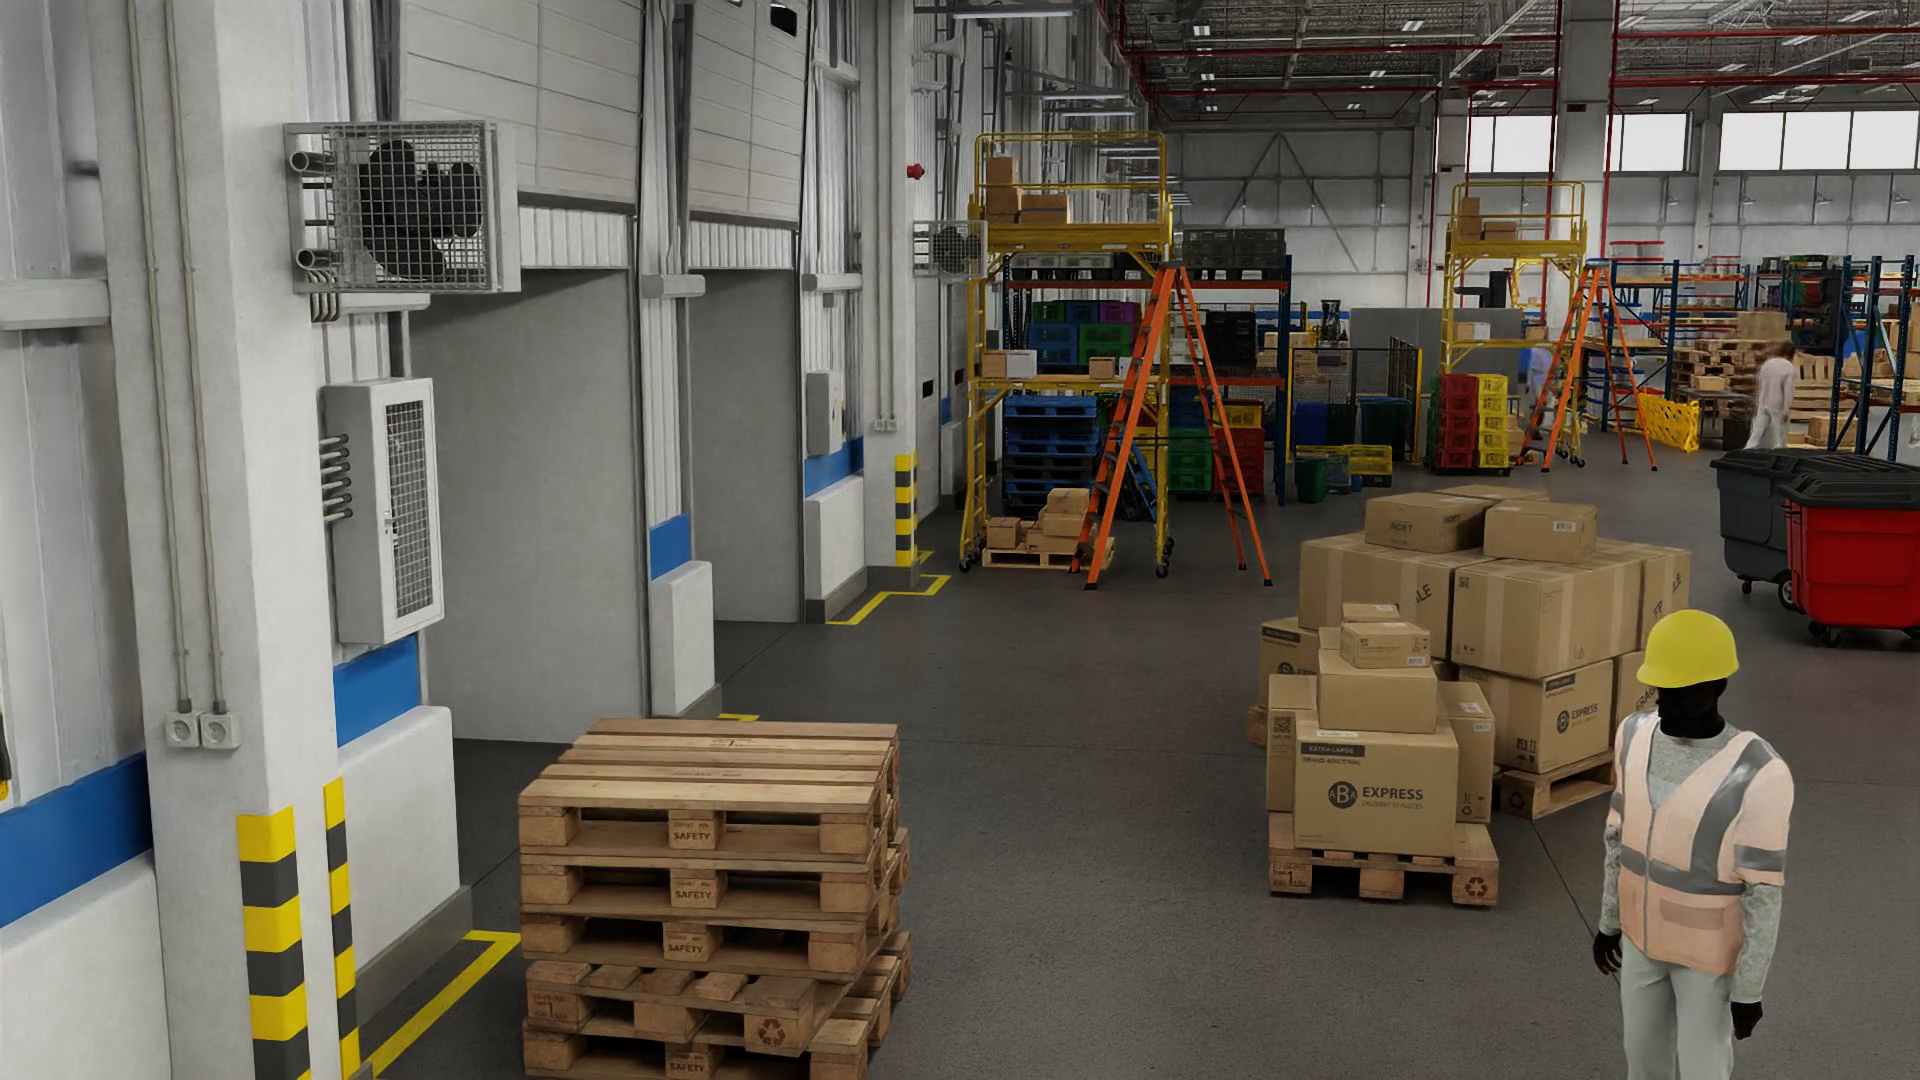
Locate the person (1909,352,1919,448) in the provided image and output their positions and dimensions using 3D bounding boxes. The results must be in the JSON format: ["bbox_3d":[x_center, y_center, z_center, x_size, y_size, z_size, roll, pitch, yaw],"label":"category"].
[{"bbox_3d":[15.512,-2.339,26.722,0.325,1.736,0.487,5,10,27],"label":"person"}]

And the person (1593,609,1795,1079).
[{"bbox_3d":[2.042,1.135,4.735,0.395,1.918,0.586,-4,10,-23],"label":"person"}]

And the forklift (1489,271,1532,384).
[{"bbox_3d":[13.422,-5.322,41.591,1.873,2.768,1.129,1,9,9],"label":"forklift"}]

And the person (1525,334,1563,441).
[{"bbox_3d":[9.790,-2.596,27.762,0.581,1.906,0.652,-2,9,-9],"label":"person"}]

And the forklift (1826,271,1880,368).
[{"bbox_3d":[25.327,-6.332,47.821,1.873,2.768,1.129,1,9,9],"label":"forklift"}]

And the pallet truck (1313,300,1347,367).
[{"bbox_3d":[11.159,-6.200,49.718,0.823,1.965,1.885,4,10,26],"label":"pallet truck"}]

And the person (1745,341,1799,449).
[{"bbox_3d":[11.176,-1.800,22.975,0.732,1.896,0.646,-4,10,-23],"label":"person"}]
